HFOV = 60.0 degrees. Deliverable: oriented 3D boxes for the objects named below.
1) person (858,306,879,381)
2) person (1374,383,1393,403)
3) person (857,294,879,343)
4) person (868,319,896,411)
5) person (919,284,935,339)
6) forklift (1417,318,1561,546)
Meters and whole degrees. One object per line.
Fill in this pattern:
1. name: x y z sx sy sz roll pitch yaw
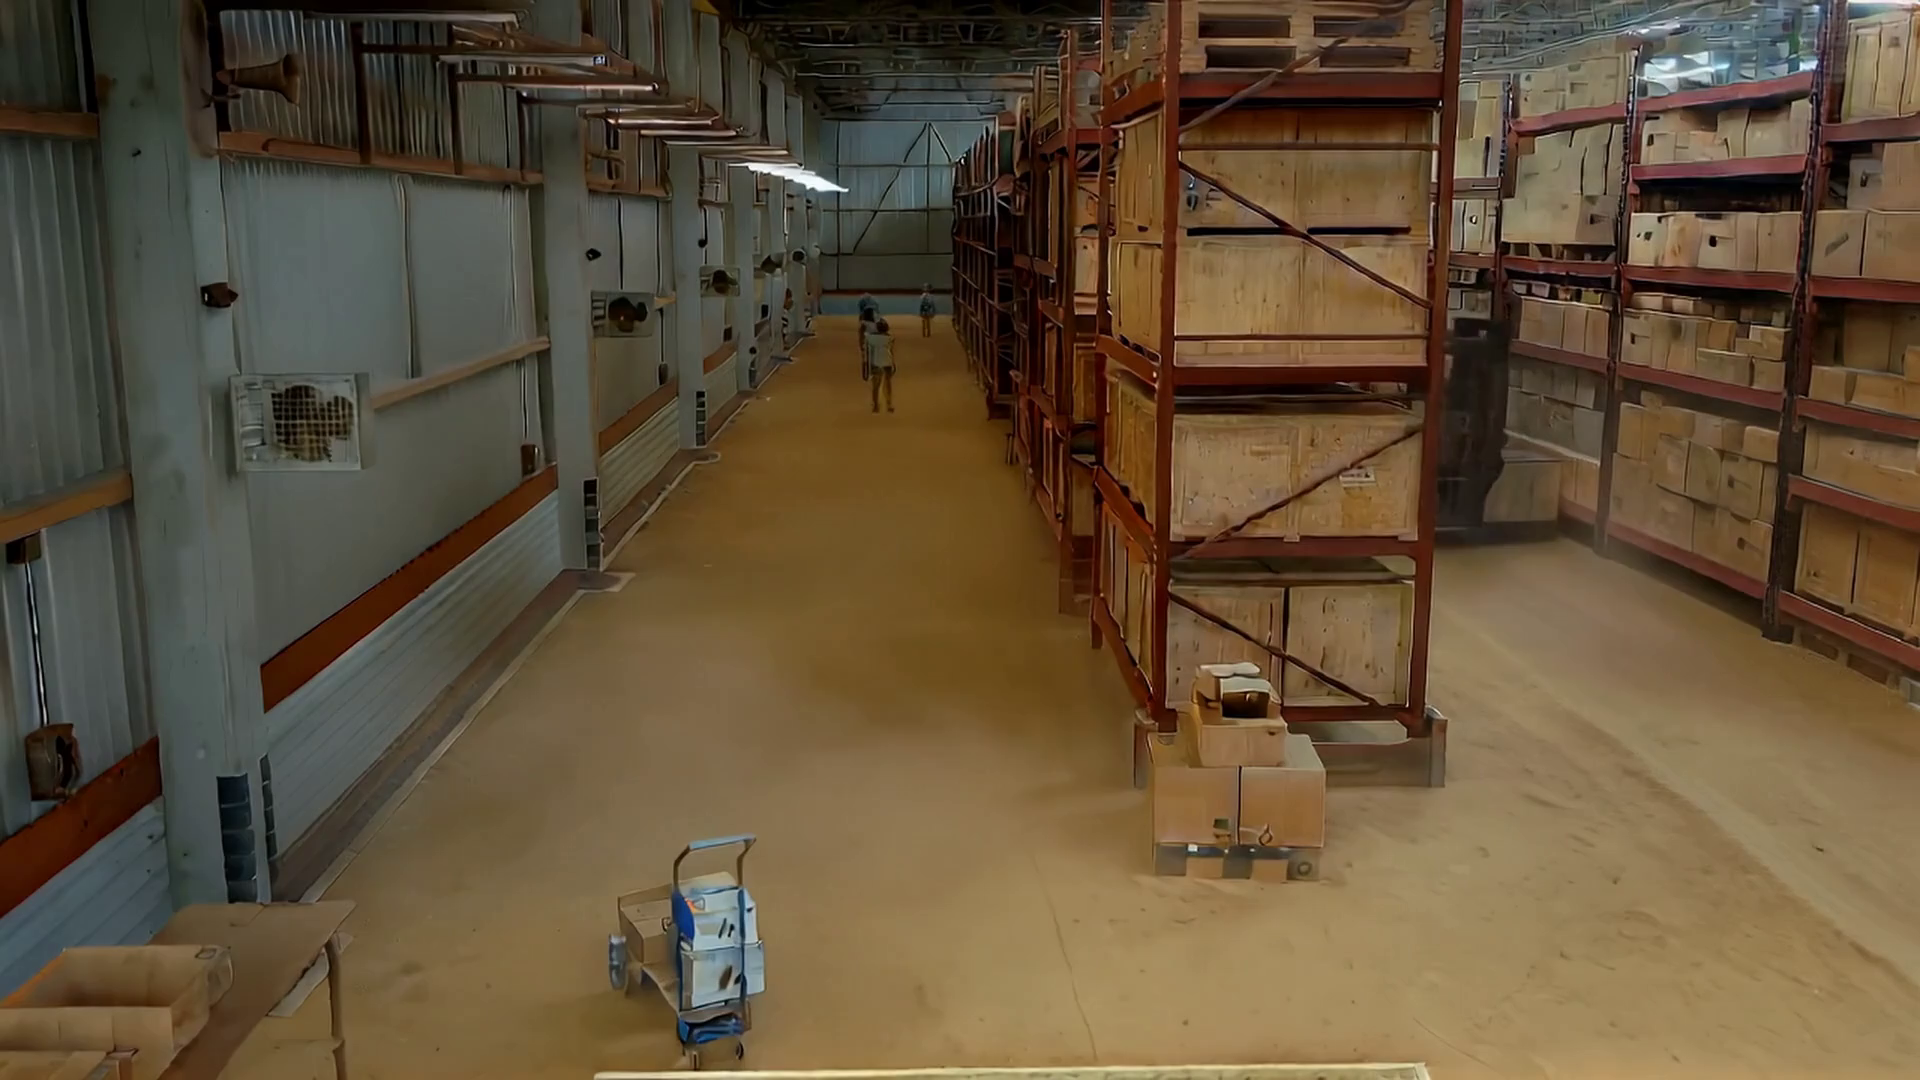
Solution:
1. person: -2.309 -5.041 42.625 0.598 1.907 0.405 -2 11 -8
2. person: 7.368 -2.283 28.846 0.373 1.680 0.546 -1 11 -5
3. person: -2.790 -6.531 50.498 0.671 1.850 0.984 0 11 2
4. person: -1.667 -3.755 35.726 0.613 1.988 0.403 -3 11 -16
5. person: -1.159 -7.962 57.881 0.561 1.888 1.015 1 11 5
6. forklift: 6.594 -1.403 21.148 1.873 2.768 1.129 -2 11 -11
